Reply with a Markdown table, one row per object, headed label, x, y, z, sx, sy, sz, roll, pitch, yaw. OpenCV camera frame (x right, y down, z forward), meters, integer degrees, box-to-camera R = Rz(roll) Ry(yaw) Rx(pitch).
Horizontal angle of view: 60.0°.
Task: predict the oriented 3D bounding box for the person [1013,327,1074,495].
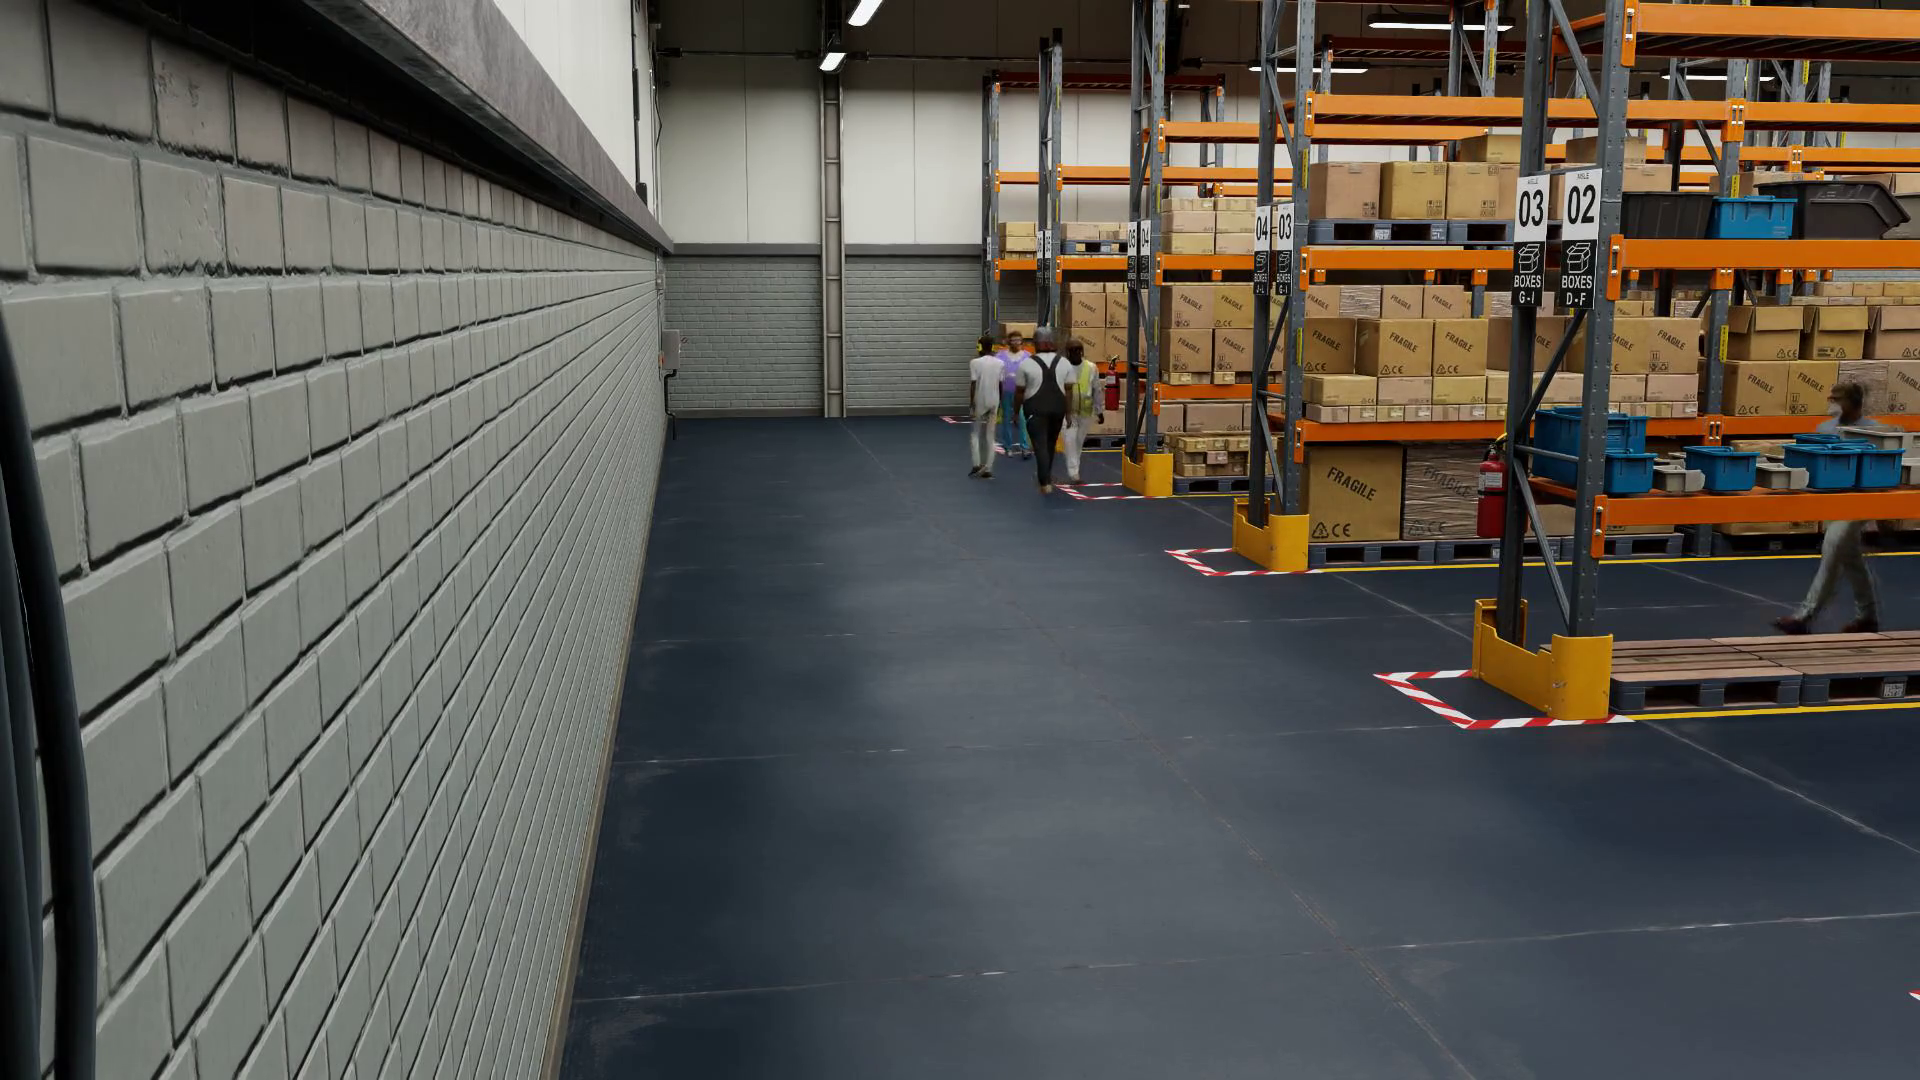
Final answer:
| label | x | y | z | sx | sy | sz | roll | pitch | yaw |
| --- | --- | --- | --- | --- | --- | --- | --- | --- | --- |
| person | 0.984 | -1.579 | 19.885 | 0.688 | 2.000 | 1.080 | -2 | 9 | -14 |

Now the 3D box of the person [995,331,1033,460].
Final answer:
| label | x | y | z | sx | sy | sz | roll | pitch | yaw |
| --- | --- | --- | --- | --- | --- | --- | --- | --- | --- |
| person | 0.756 | -2.014 | 23.286 | 0.592 | 1.796 | 0.914 | -1 | 9 | -8 |

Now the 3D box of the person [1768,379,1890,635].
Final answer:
| label | x | y | z | sx | sy | sz | roll | pitch | yaw |
| --- | --- | --- | --- | --- | --- | --- | --- | --- | --- |
| person | 6.313 | -0.215 | 11.973 | 1.031 | 1.879 | 0.649 | -2 | 9 | -12 |

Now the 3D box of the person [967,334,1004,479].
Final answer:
| label | x | y | z | sx | sy | sz | roll | pitch | yaw |
| --- | --- | --- | --- | --- | --- | --- | --- | --- | --- |
| person | 0.309 | -1.704 | 21.300 | 0.519 | 1.841 | 0.582 | -3 | 10 | -19 |

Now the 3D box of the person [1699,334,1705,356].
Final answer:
| label | x | y | z | sx | sy | sz | roll | pitch | yaw |
| --- | --- | --- | --- | --- | --- | --- | --- | --- | --- |
| person | 8.352 | -1.364 | 18.828 | 0.527 | 1.948 | 0.635 | -2 | 9 | -12 |

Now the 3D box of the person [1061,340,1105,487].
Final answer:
| label | x | y | z | sx | sy | sz | roll | pitch | yaw |
| --- | --- | --- | --- | --- | --- | --- | --- | --- | --- |
| person | 1.447 | -1.567 | 20.581 | 0.635 | 1.794 | 0.956 | -2 | 9 | -12 |
